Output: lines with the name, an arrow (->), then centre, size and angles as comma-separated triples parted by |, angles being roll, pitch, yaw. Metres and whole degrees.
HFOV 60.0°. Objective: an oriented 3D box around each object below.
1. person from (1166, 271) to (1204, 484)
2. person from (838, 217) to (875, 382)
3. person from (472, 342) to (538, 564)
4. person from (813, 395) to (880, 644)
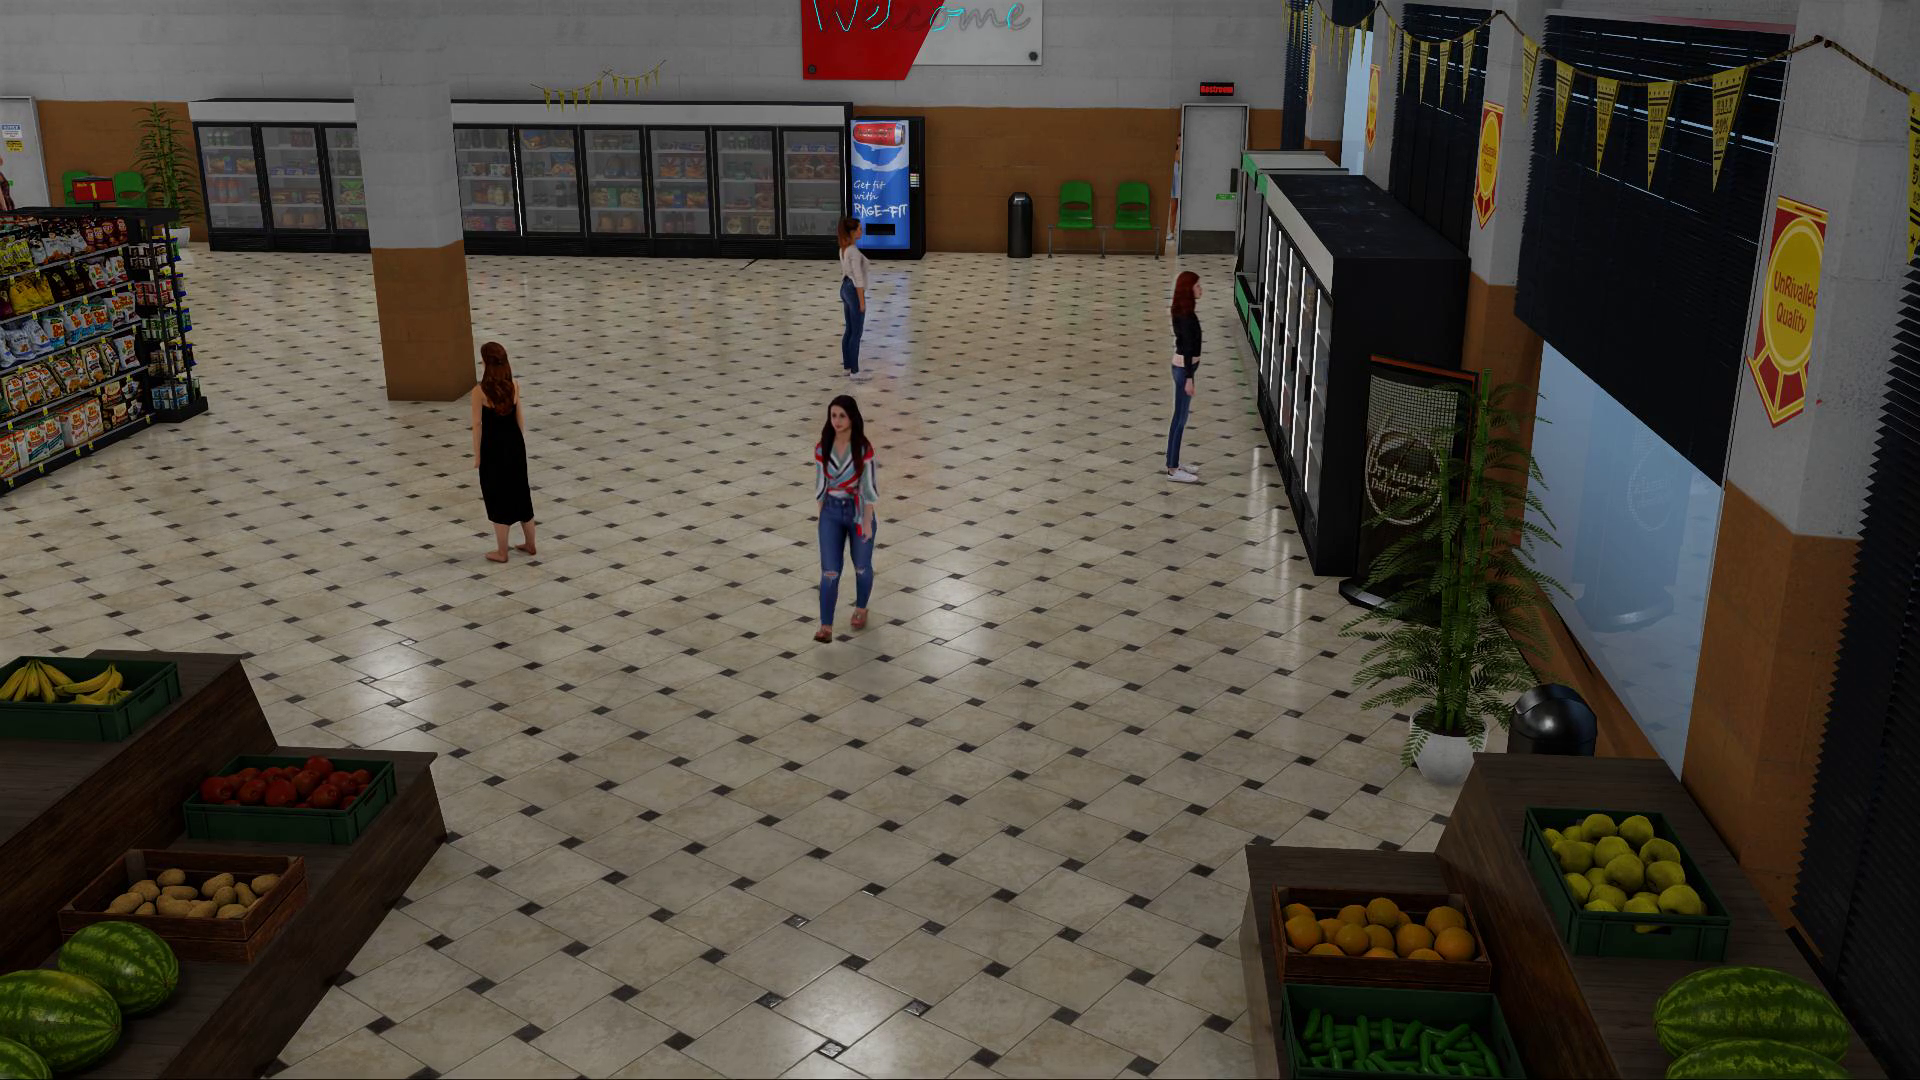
person -> 1.911, -1.392, 14.122 | 0.647, 1.787, 0.471 | 3, 19, 9
person -> -1.142, -2.581, 17.754 | 0.746, 1.720, 0.618 | -7, 20, -20
person -> -3.342, -0.645, 12.166 | 0.728, 1.623, 0.656 | 16, 25, 40
person -> -0.695, -0.155, 10.784 | 0.631, 1.576, 1.007 | 3, 19, 8
